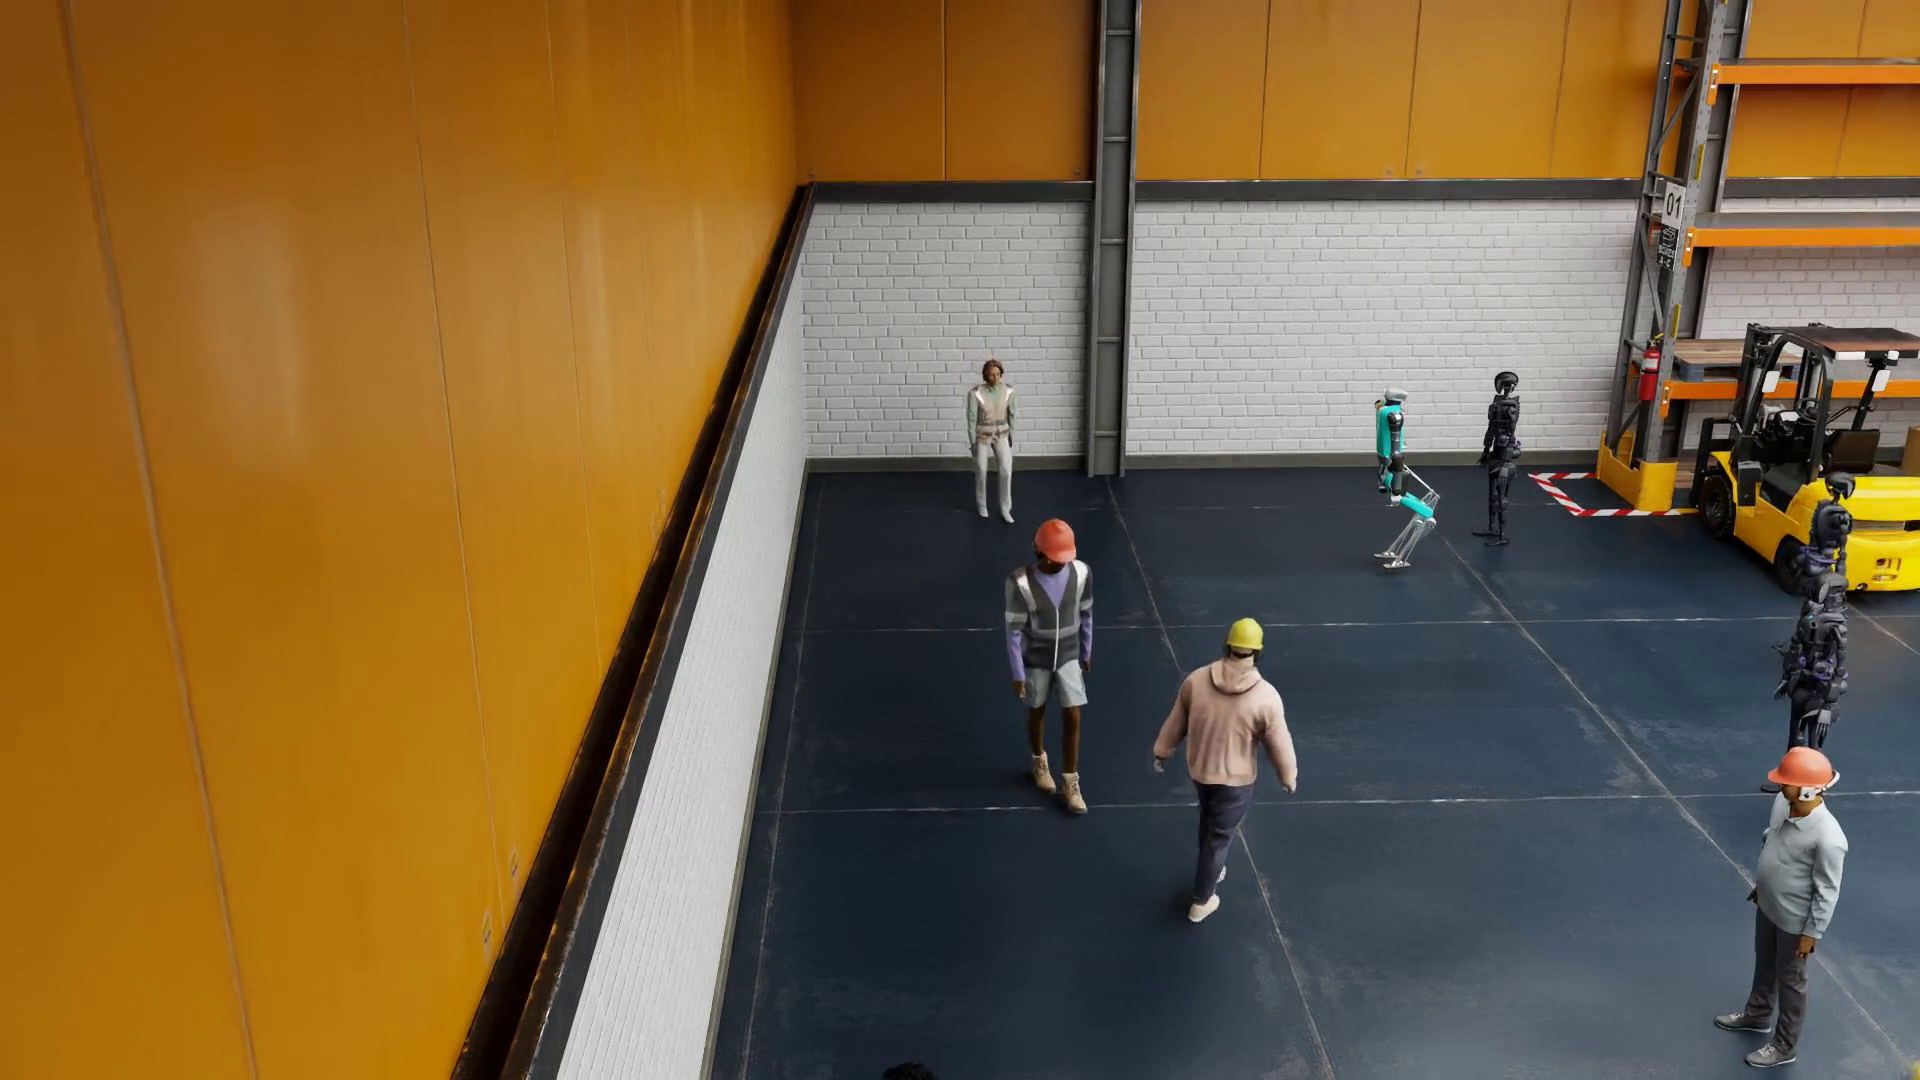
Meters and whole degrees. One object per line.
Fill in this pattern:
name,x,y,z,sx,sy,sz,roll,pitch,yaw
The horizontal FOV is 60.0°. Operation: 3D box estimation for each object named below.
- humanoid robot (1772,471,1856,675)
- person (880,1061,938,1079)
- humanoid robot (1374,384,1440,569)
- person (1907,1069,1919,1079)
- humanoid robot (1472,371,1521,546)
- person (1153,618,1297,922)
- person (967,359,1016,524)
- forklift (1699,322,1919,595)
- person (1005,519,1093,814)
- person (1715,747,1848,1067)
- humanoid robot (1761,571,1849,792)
humanoid robot,6.604,0.259,12.811,0.374,1.644,0.599,2,20,5
person,-0.178,2.708,6.190,0.819,1.646,0.634,-2,20,-5
humanoid robot,4.004,-0.566,14.772,0.735,1.677,0.533,-1,20,-2
person,3.502,2.651,6.227,0.528,1.743,0.522,-5,21,-13
humanoid robot,5.062,-0.772,15.592,0.315,1.654,0.599,-1,20,-2
person,1.561,1.318,9.731,0.799,1.817,0.725,13,24,32
person,0.320,-0.947,16.170,0.520,1.618,0.642,-5,21,-14
forklift,7.809,-0.792,14.926,1.214,2.155,2.313,-1,20,-2
person,0.610,0.813,10.833,0.622,2.005,0.804,-5,21,-12
person,4.169,1.842,8.419,0.338,1.745,0.572,-1,20,-2
humanoid robot,5.553,0.985,10.829,0.315,1.657,0.599,-1,20,-2
